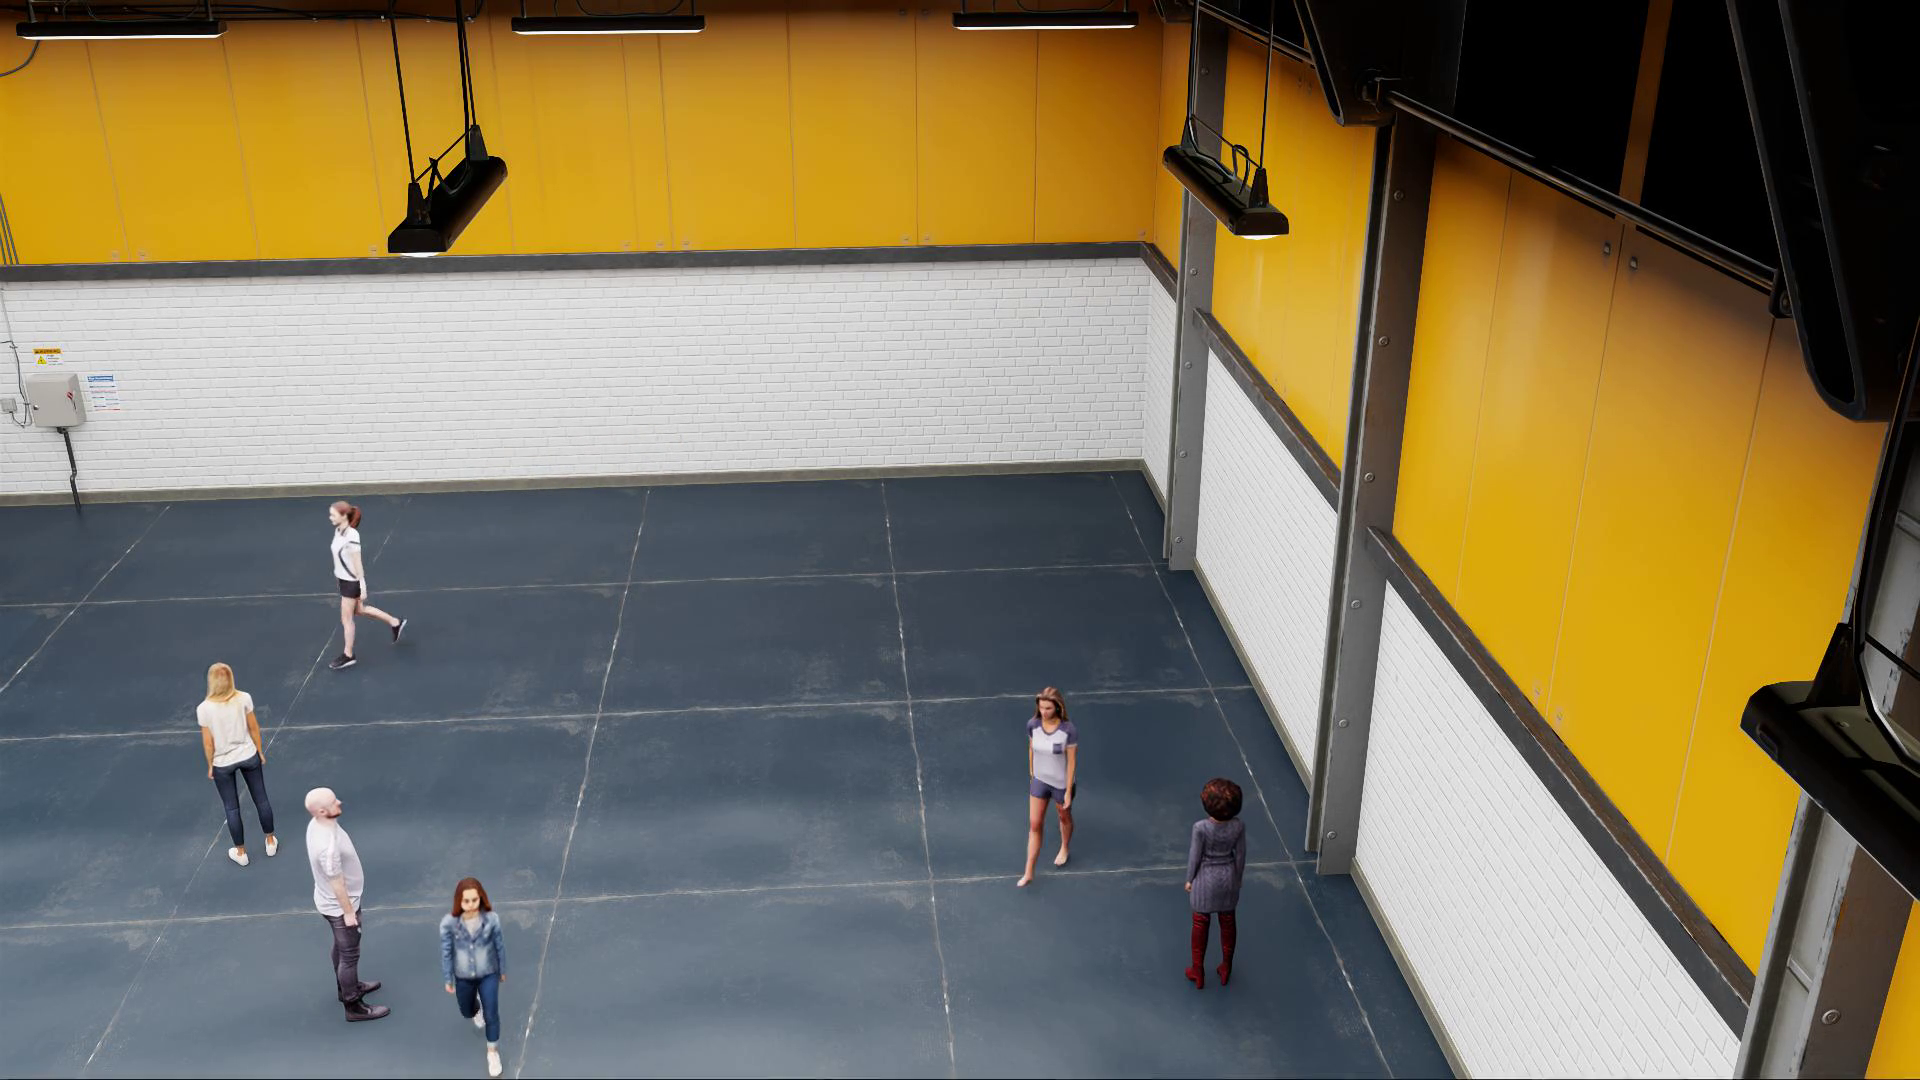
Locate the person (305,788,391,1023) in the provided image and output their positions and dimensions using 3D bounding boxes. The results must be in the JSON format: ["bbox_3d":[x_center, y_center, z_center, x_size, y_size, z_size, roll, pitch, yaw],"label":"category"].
[{"bbox_3d":[-4.393,2.549,11.759,0.797,1.833,0.659,-11,26,-24],"label":"person"}]

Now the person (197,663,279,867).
[{"bbox_3d":[-5.868,1.804,13.492,0.667,1.808,0.676,-17,29,-33],"label":"person"}]

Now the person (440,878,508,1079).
[{"bbox_3d":[-3.314,2.919,11.376,0.642,1.461,0.881,-6,24,-13],"label":"person"}]

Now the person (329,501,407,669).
[{"bbox_3d":[-6.053,0.415,16.776,1.058,1.724,1.088,-20,30,-38],"label":"person"}]

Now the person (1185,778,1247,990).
[{"bbox_3d":[1.854,2.487,12.054,0.585,1.711,0.520,-3,24,-8],"label":"person"}]

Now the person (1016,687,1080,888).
[{"bbox_3d":[0.794,1.915,13.386,0.924,1.690,1.093,10,26,22],"label":"person"}]
